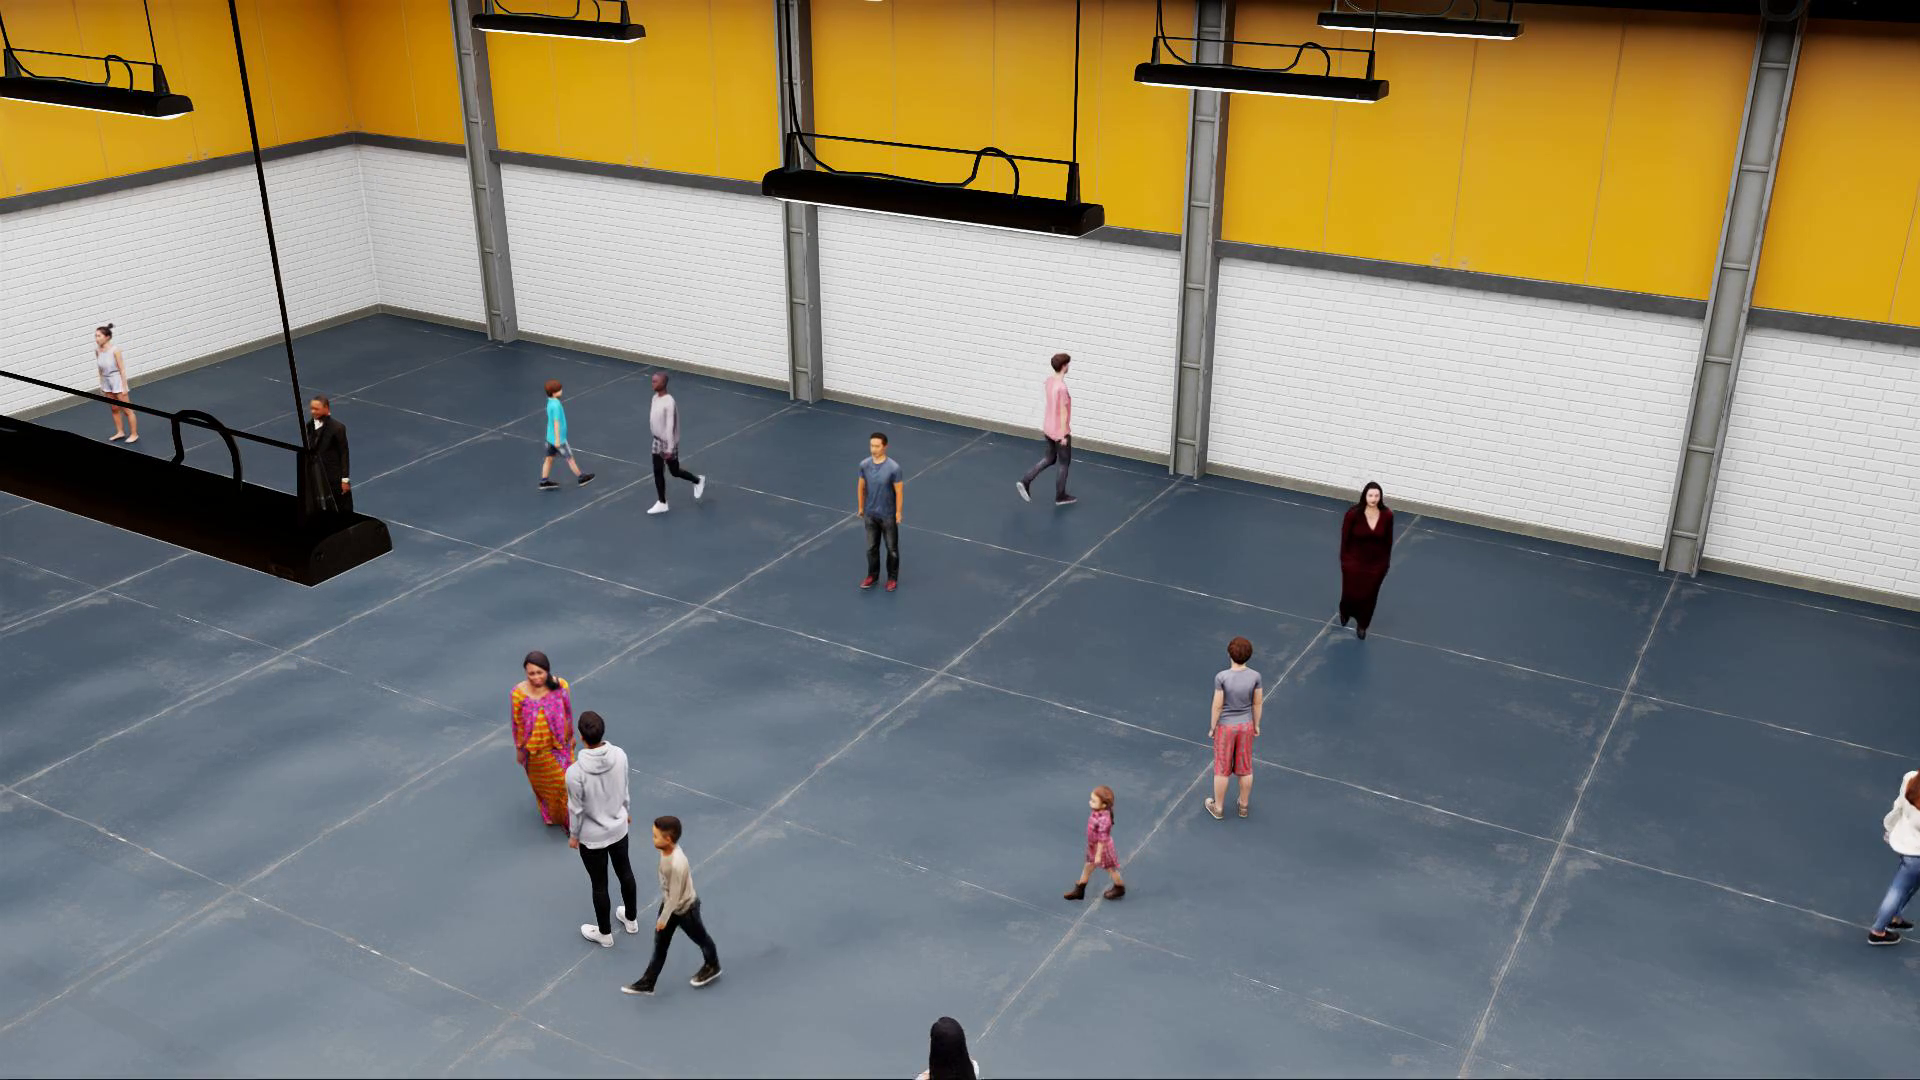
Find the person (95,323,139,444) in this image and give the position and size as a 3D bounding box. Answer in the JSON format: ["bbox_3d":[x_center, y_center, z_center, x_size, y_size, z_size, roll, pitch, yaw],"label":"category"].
[{"bbox_3d":[-11.393,-2.116,22.416,0.500,1.615,0.663,8,25,17],"label":"person"}]

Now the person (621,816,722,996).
[{"bbox_3d":[-1.927,2.597,11.866,0.866,1.430,0.982,-16,28,-31],"label":"person"}]

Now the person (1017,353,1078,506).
[{"bbox_3d":[1.090,-1.300,20.150,1.028,1.936,1.068,-11,26,-24],"label":"person"}]

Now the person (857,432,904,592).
[{"bbox_3d":[-0.853,-0.320,18.066,0.543,1.809,0.760,8,25,17],"label":"person"}]

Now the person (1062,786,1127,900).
[{"bbox_3d":[1.140,2.375,12.910,0.772,1.001,0.680,-3,24,-8],"label":"person"}]

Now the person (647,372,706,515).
[{"bbox_3d":[-3.472,-1.187,20.116,0.877,1.756,1.044,-20,30,-38],"label":"person"}]

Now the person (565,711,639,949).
[{"bbox_3d":[-2.636,2.126,12.319,0.695,1.930,0.737,21,31,40],"label":"person"}]

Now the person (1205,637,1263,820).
[{"bbox_3d":[2.302,1.576,13.926,0.634,1.651,0.725,-2,24,-4],"label":"person"}]

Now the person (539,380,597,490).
[{"bbox_3d":[-5.105,-1.285,20.771,0.911,1.412,0.945,-11,26,-24],"label":"person"}]

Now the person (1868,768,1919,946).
[{"bbox_3d":[6.967,2.287,12.266,0.811,1.678,0.771,-2,24,-4],"label":"person"}]

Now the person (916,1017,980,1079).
[{"bbox_3d":[-0.034,3.513,9.379,0.967,1.744,1.070,-9,25,-19],"label":"person"}]

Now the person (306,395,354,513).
[{"bbox_3d":[-7.148,-0.744,18.916,0.576,1.905,0.767,10,26,22],"label":"person"}]

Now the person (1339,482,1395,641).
[{"bbox_3d":[4.123,0.180,17.004,0.798,1.744,0.872,0,24,0],"label":"person"}]

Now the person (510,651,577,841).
[{"bbox_3d":[-3.435,1.638,13.793,0.980,1.644,1.056,-8,25,-18],"label":"person"}]
